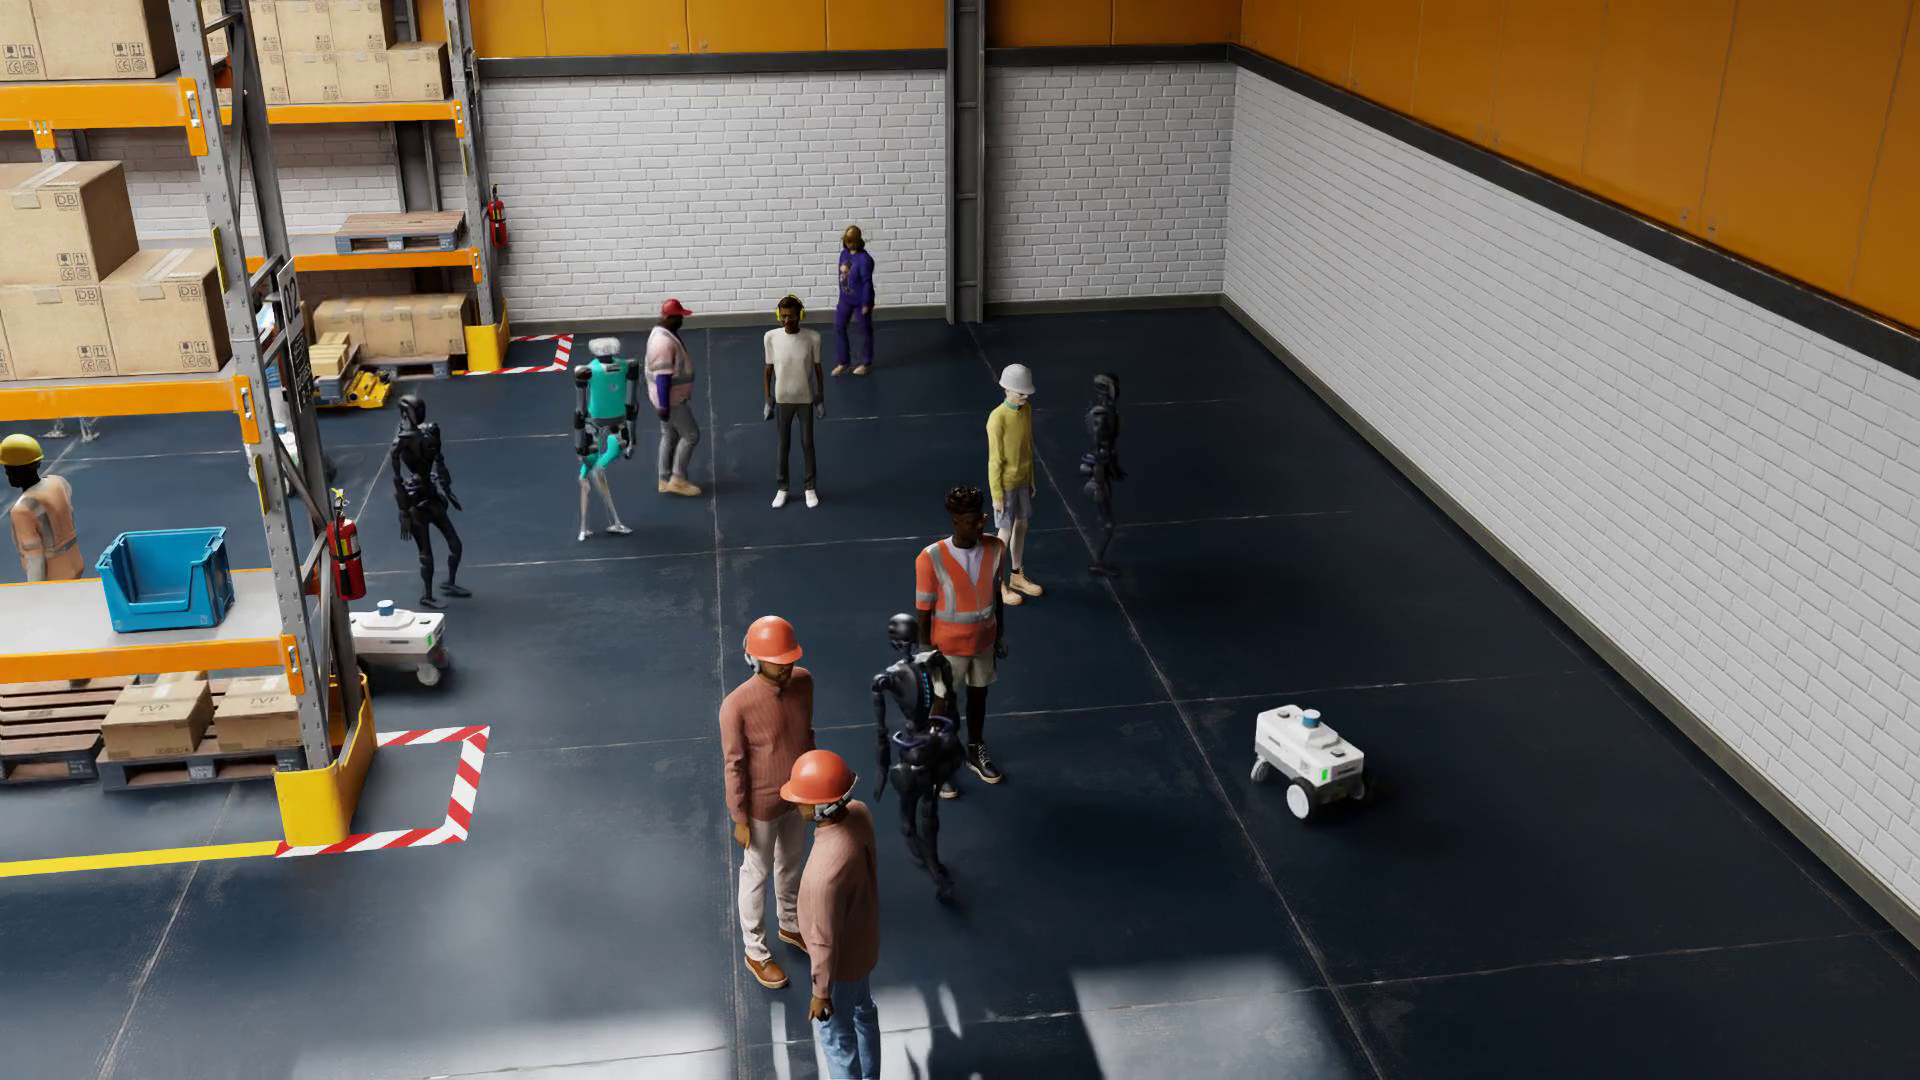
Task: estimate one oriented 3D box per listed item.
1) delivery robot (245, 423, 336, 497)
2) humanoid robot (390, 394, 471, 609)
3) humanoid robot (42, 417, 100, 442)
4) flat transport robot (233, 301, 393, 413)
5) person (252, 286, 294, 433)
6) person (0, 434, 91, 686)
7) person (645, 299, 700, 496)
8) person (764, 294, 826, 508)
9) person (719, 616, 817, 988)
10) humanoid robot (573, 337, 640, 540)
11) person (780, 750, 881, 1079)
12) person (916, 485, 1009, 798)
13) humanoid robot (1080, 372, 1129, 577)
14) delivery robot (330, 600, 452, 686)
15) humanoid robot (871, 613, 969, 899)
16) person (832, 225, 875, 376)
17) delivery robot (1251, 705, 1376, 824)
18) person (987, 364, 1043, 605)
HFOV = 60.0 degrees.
[{"bbox_3d":[-5.964,-0.735,14.708,0.791,0.589,0.499,14,27,29],"label":"delivery robot"},{"bbox_3d":[-3.955,-0.286,12.283,0.318,1.649,0.609,9,25,19],"label":"humanoid robot"},{"bbox_3d":[-8.543,-1.758,15.634,0.840,1.815,0.565,-9,25,-20],"label":"humanoid robot"},{"bbox_3d":[-6.526,-1.491,16.793,1.431,0.231,0.659,-3,24,-8],"label":"flat transport robot"},{"bbox_3d":[-6.112,-1.400,14.649,0.632,1.836,0.431,11,26,23],"label":"person"},{"bbox_3d":[-5.912,0.224,10.825,0.366,1.928,0.585,-1,24,-2],"label":"person"},{"bbox_3d":[-2.439,-1.221,14.355,0.515,1.731,0.630,-3,24,-7],"label":"person"},{"bbox_3d":[-1.398,-1.170,14.073,0.531,1.868,0.309,-1,24,-1],"label":"person"},{"bbox_3d":[-0.916,1.282,8.332,0.376,1.995,0.610,18,29,35],"label":"person"},{"bbox_3d":[-2.923,-0.827,13.457,0.539,1.777,0.793,-15,28,-31],"label":"humanoid robot"},{"bbox_3d":[-0.542,1.779,7.213,0.403,1.986,0.610,5,24,10],"label":"person"},{"bbox_3d":[0.023,0.592,9.937,0.612,1.965,0.361,-14,27,-29],"label":"person"},{"bbox_3d":[1.109,-0.511,12.807,0.322,1.651,0.595,7,25,16],"label":"humanoid robot"},{"bbox_3d":[-3.946,0.709,11.443,0.784,0.608,0.499,0,24,1],"label":"delivery robot"},{"bbox_3d":[-0.151,1.178,8.972,0.612,1.622,0.555,-19,30,-36],"label":"humanoid robot"},{"bbox_3d":[-1.145,-2.478,17.362,0.491,1.600,0.586,18,29,35],"label":"person"},{"bbox_3d":[2.111,1.332,10.028,0.522,0.613,0.784,-12,26,-25],"label":"delivery robot"},{"bbox_3d":[0.382,-0.421,12.365,0.411,1.878,0.489,17,29,34],"label":"person"}]
